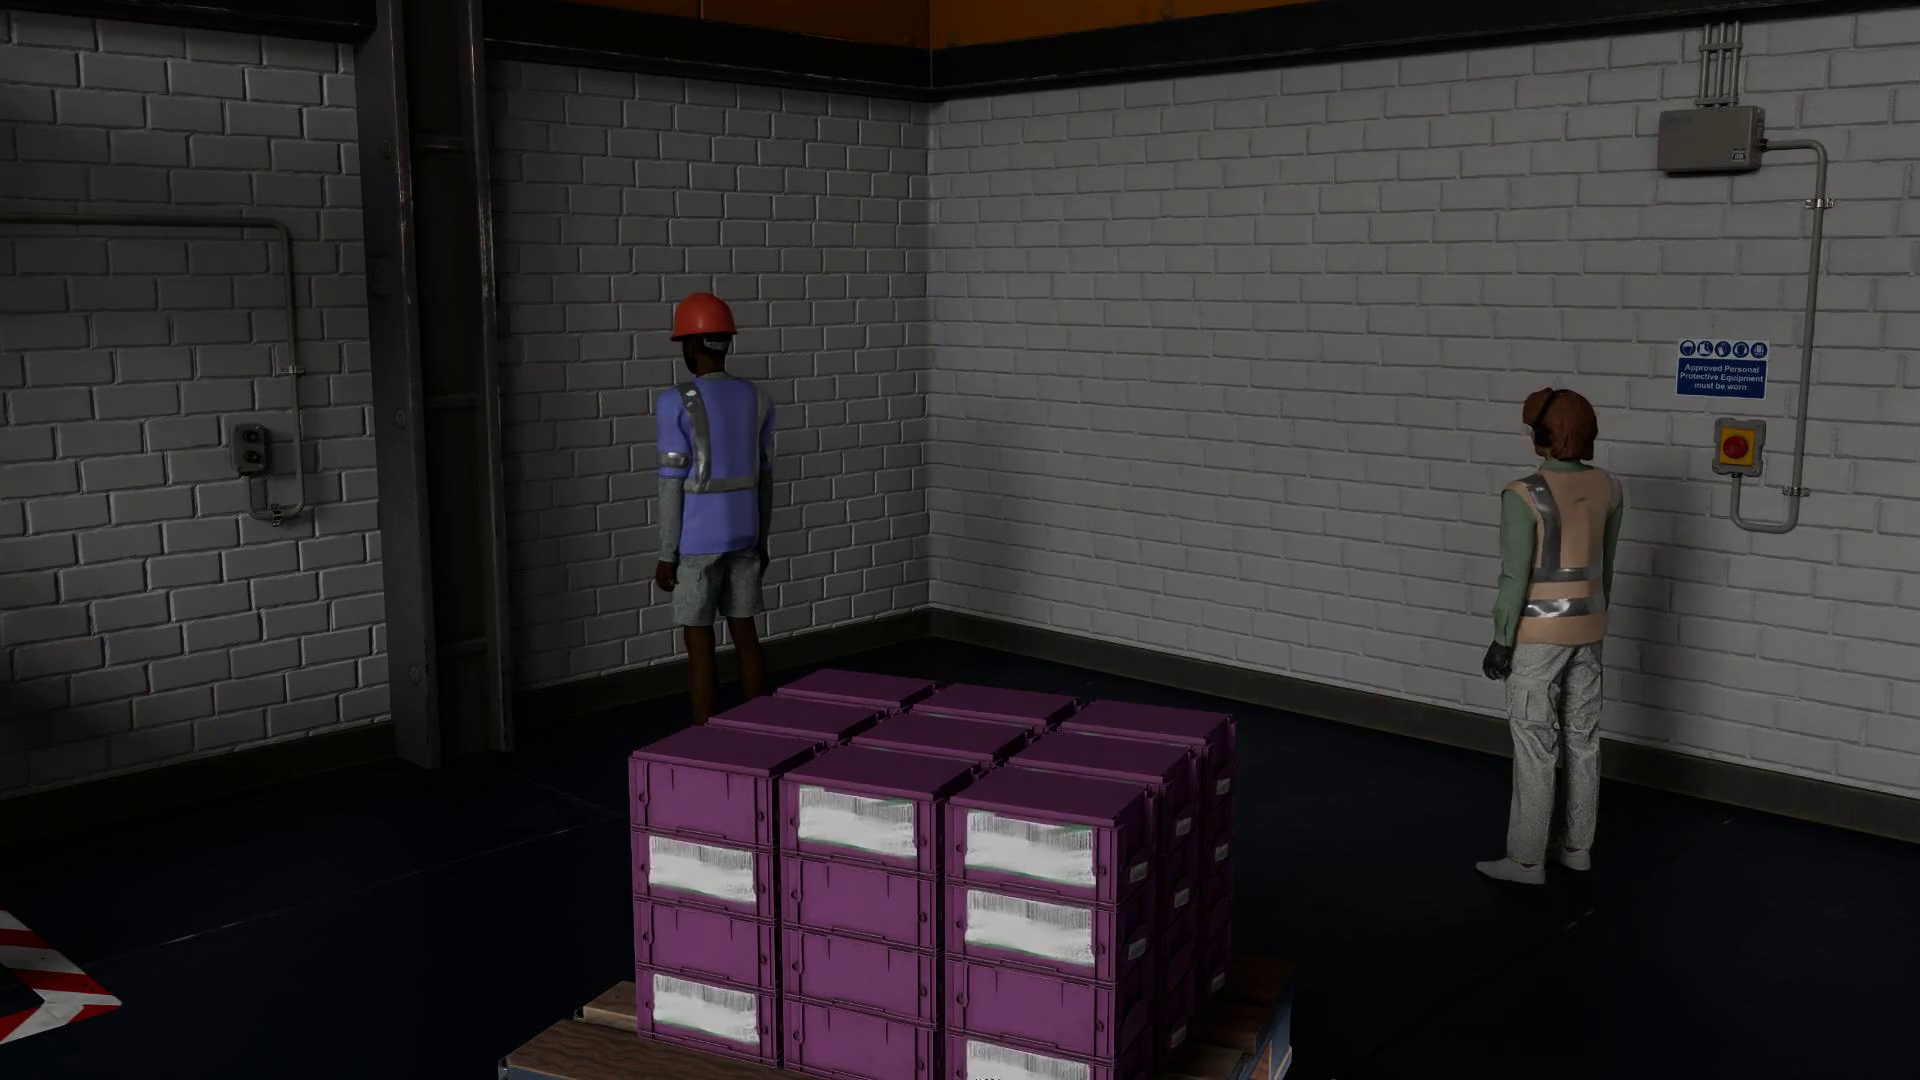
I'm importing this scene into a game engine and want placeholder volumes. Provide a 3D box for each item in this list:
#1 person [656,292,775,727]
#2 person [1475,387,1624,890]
[{"bbox_3d":[-0.989,-0.009,6.618,0.382,1.931,0.540,8,12,41],"label":"person"},{"bbox_3d":[1.937,0.325,5.447,0.512,1.641,0.309,-5,11,-30],"label":"person"}]
